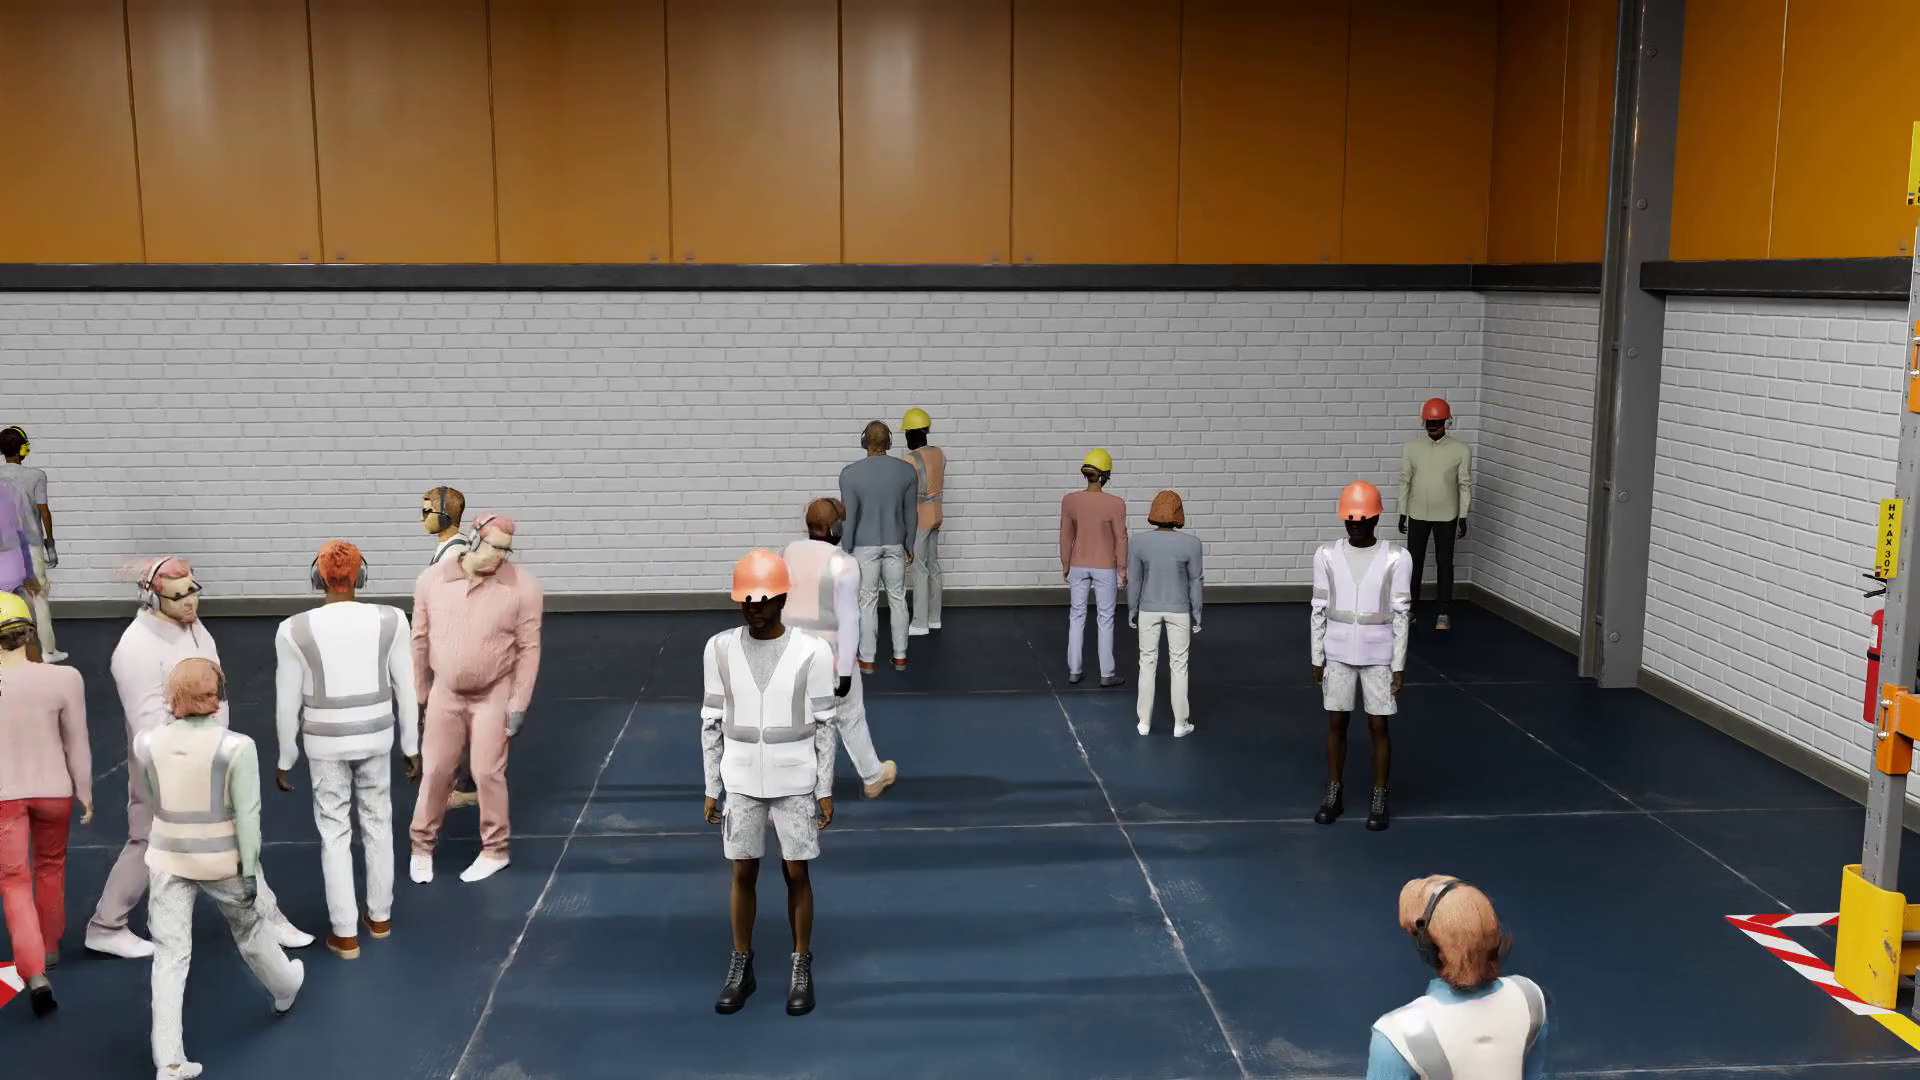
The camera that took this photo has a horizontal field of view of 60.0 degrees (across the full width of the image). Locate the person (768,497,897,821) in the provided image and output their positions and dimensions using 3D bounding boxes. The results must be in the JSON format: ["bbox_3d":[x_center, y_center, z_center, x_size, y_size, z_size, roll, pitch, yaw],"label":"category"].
[{"bbox_3d":[-0.744,0.647,9.412,0.643,1.793,0.965,6,11,33],"label":"person"}]

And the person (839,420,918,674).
[{"bbox_3d":[-0.625,0.054,12.695,0.627,1.940,0.372,-3,10,-21],"label":"person"}]

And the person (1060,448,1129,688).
[{"bbox_3d":[0.998,0.205,12.291,0.535,1.767,0.317,5,10,27],"label":"person"}]

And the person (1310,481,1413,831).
[{"bbox_3d":[2.179,0.631,9.110,0.542,1.932,0.383,4,10,23],"label":"person"}]

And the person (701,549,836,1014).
[{"bbox_3d":[-0.788,0.992,6.812,0.553,1.935,0.361,1,9,4],"label":"person"}]

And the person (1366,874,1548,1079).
[{"bbox_3d":[1.188,1.599,3.957,0.535,1.623,0.452,-4,10,-25],"label":"person"}]

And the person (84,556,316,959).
[{"bbox_3d":[-3.435,0.964,7.303,0.976,1.848,0.672,0,9,0],"label":"person"}]

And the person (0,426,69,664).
[{"bbox_3d":[-7.299,0.051,12.927,0.521,1.873,0.336,-1,9,-7],"label":"person"}]

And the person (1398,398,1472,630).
[{"bbox_3d":[4.056,-0.224,14.266,0.612,1.994,0.395,5,10,27],"label":"person"}]

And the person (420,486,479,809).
[{"bbox_3d":[-2.904,0.607,9.521,0.342,1.846,0.509,-3,9,-17],"label":"person"}]

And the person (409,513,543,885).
[{"bbox_3d":[-2.444,0.785,8.366,0.693,1.863,0.401,0,9,0],"label":"person"}]

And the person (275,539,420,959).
[{"bbox_3d":[-2.747,0.921,7.473,0.594,1.884,0.396,-5,11,-31],"label":"person"}]

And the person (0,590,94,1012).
[{"bbox_3d":[-3.923,1.071,6.967,0.532,1.729,0.868,-6,11,-35],"label":"person"}]

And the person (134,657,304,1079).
[{"bbox_3d":[-2.892,1.226,6.425,0.506,1.579,0.916,0,9,2],"label":"person"}]

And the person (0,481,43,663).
[{"bbox_3d":[-6.439,0.278,11.134,0.521,1.990,0.734,-1,9,-8],"label":"person"}]

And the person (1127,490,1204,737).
[{"bbox_3d":[1.349,0.484,10.951,0.507,1.633,0.276,2,9,14],"label":"person"}]

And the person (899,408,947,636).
[{"bbox_3d":[-0.339,-0.151,14.020,0.365,1.927,0.587,5,10,27],"label":"person"}]
